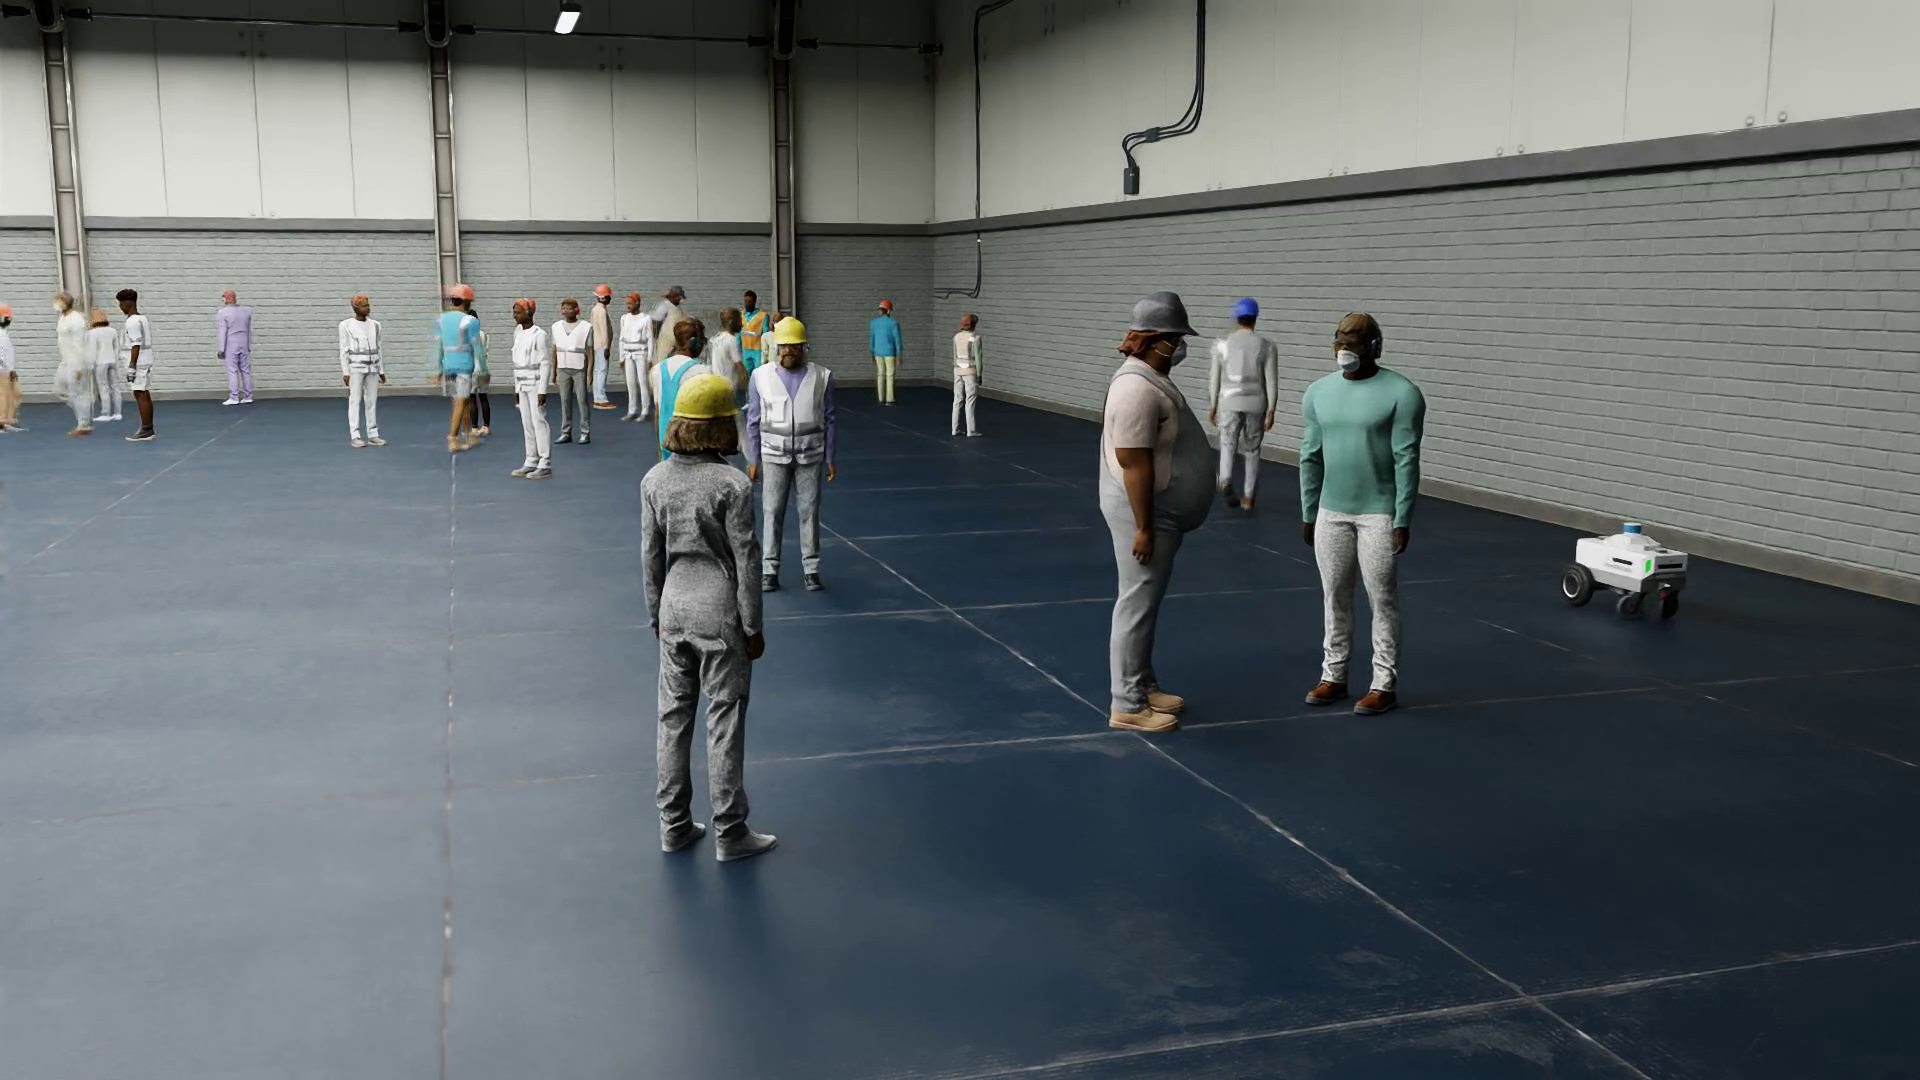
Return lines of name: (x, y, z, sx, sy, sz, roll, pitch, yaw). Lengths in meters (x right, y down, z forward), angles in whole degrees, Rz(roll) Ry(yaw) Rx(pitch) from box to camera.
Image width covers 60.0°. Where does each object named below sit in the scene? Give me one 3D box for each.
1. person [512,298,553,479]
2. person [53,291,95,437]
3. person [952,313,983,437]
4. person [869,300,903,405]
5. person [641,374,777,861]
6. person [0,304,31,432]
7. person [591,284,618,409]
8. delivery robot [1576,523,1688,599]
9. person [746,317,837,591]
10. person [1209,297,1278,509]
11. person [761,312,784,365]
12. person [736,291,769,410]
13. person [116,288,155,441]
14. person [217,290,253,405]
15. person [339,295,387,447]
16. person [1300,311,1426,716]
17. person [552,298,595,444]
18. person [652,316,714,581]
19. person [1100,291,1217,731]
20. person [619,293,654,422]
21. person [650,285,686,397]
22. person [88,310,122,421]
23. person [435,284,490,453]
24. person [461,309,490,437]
person: (-4.479, -1.578, 17.371, 0.342, 1.882, 0.579, -8, 12, -40)
person: (-11.687, -2.303, 21.867, 0.443, 1.924, 0.648, -8, 12, -42)
person: (0.098, -2.174, 21.999, 0.316, 1.630, 0.509, -9, 12, -44)
person: (-1.207, -3.089, 27.479, 0.600, 1.739, 0.360, 4, 10, 26)
person: (-0.906, 0.277, 5.984, 0.493, 1.743, 0.297, 5, 10, 28)
person: (-12.906, -2.326, 22.606, 0.515, 1.733, 0.582, -4, 10, -25)
person: (-5.744, -3.110, 26.794, 0.396, 1.992, 0.623, -4, 10, -24)
delivery robot: (4.183, 0.135, 10.368, 0.477, 0.478, 0.707, -3, 9, -18)
person: (-1.116, -0.565, 11.074, 0.600, 1.830, 0.403, -1, 9, -7)
person: (2.517, -1.200, 14.817, 0.626, 1.930, 0.709, 2, 9, 11)
person: (-2.516, -2.359, 23.184, 0.498, 1.627, 0.279, -1, 9, -3)
person: (-3.268, -2.987, 26.322, 0.607, 1.905, 0.411, 4, 10, 26)
person: (-10.647, -2.261, 21.494, 0.379, 1.959, 0.604, -2, 9, -14)
person: (-12.073, -3.196, 27.642, 0.403, 1.904, 0.637, 4, 10, 27)
person: (-7.426, -2.101, 20.705, 0.349, 1.884, 0.584, 6, 11, 35)
person: (1.910, -0.126, 7.988, 0.623, 1.932, 0.379, 7, 12, 39)
person: (-4.887, -2.131, 21.026, 0.571, 1.841, 0.371, 2, 9, 13)
person: (-1.837, -0.583, 11.198, 0.518, 1.835, 0.353, 5, 10, 30)
person: (0.920, -0.145, 7.732, 0.535, 2.000, 0.683, 2, 9, 10)
person: (-4.726, -2.661, 24.280, 0.584, 1.882, 0.337, 5, 10, 27)
person: (-5.137, -3.554, 29.479, 0.571, 2.000, 0.778, 4, 10, 26)
person: (-12.581, -2.562, 24.445, 0.280, 1.633, 0.498, 3, 10, 20)
person: (-5.954, -2.078, 20.163, 0.616, 2.006, 0.898, 5, 10, 29)
person: (-6.422, -2.201, 21.957, 0.320, 1.692, 0.531, 4, 10, 25)
